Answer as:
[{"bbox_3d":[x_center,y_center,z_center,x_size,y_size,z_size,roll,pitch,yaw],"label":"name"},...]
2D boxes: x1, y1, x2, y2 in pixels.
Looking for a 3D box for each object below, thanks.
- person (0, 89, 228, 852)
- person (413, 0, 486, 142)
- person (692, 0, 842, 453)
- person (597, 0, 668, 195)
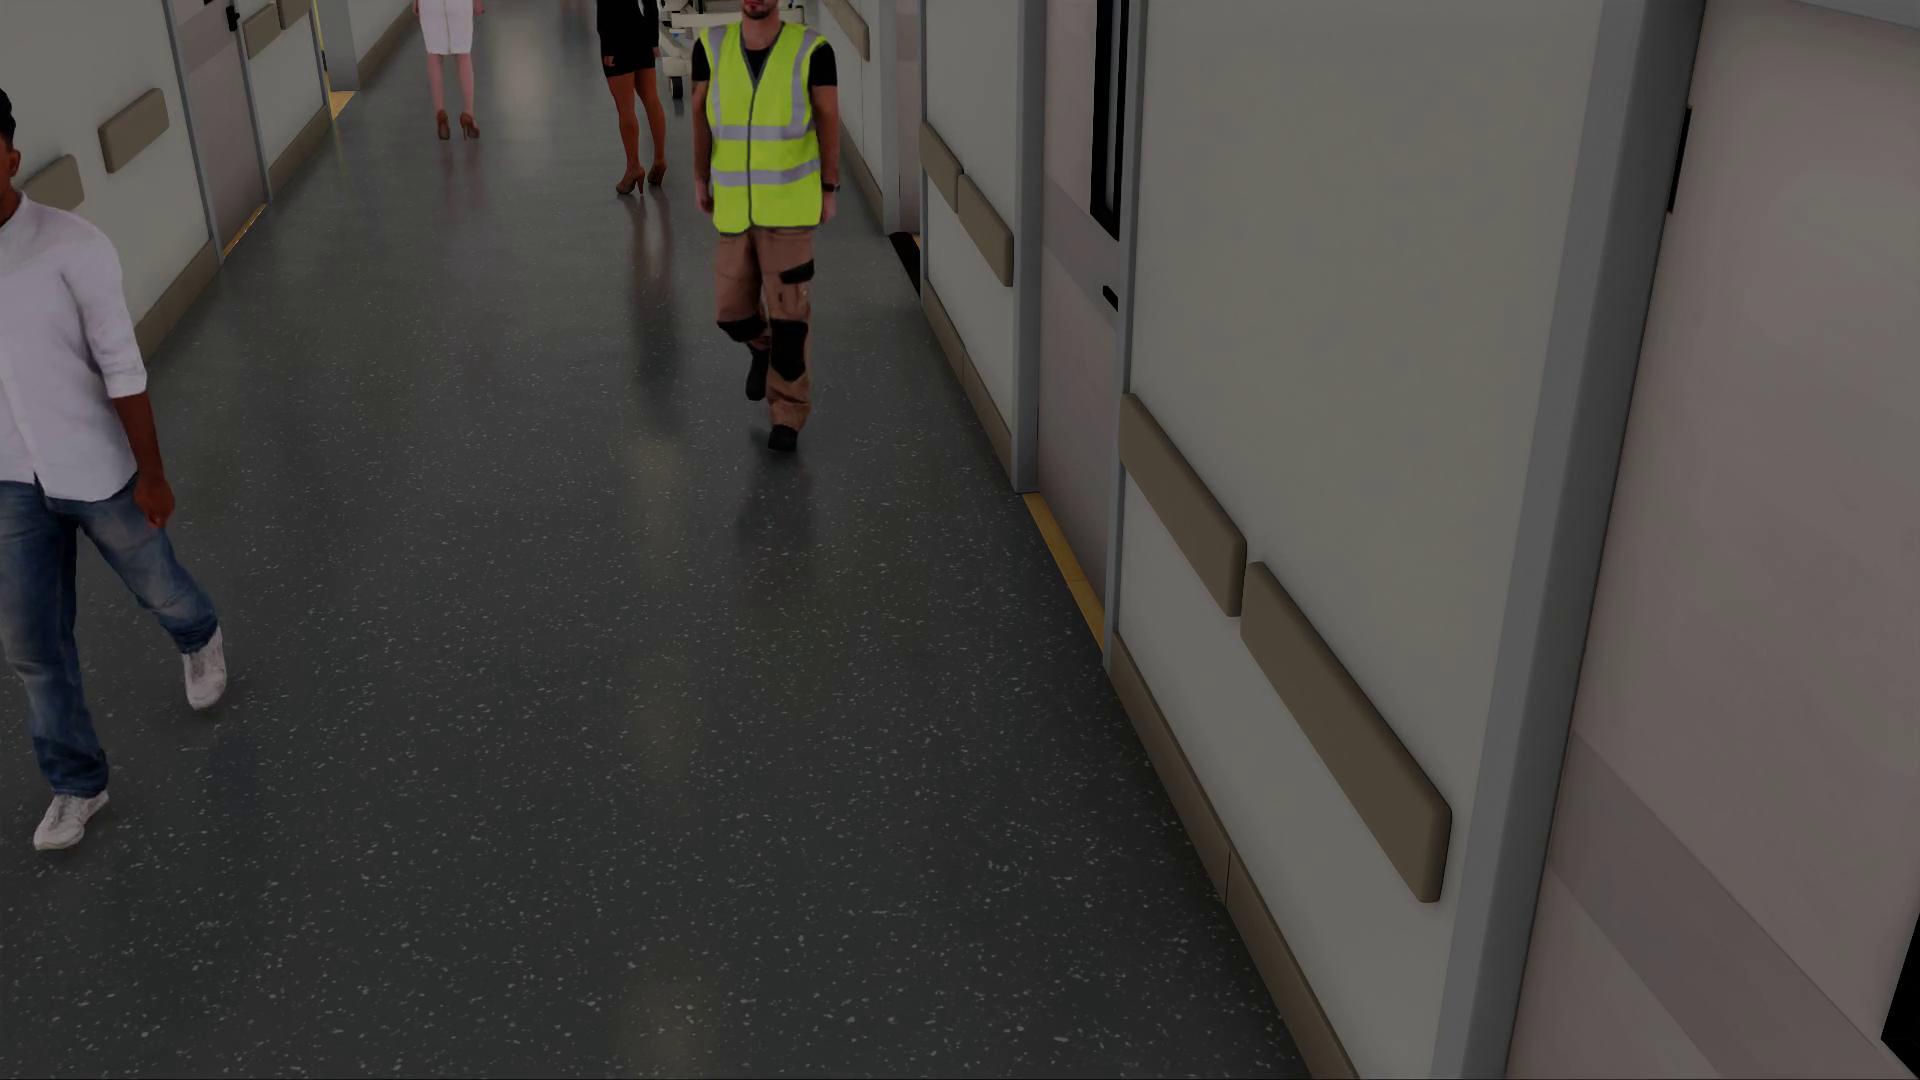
[{"bbox_3d":[-2.161,-0.228,4.083,1.123,1.776,0.750,-4,26,-8],"label":"person"},{"bbox_3d":[-3.377,-3.508,10.866,0.500,1.792,0.672,-2,26,-4],"label":"person"},{"bbox_3d":[-0.717,-1.273,6.182,0.957,1.835,0.908,3,26,5],"label":"person"},{"bbox_3d":[-1.929,-2.859,9.697,0.767,1.640,0.707,17,31,32],"label":"person"}]
